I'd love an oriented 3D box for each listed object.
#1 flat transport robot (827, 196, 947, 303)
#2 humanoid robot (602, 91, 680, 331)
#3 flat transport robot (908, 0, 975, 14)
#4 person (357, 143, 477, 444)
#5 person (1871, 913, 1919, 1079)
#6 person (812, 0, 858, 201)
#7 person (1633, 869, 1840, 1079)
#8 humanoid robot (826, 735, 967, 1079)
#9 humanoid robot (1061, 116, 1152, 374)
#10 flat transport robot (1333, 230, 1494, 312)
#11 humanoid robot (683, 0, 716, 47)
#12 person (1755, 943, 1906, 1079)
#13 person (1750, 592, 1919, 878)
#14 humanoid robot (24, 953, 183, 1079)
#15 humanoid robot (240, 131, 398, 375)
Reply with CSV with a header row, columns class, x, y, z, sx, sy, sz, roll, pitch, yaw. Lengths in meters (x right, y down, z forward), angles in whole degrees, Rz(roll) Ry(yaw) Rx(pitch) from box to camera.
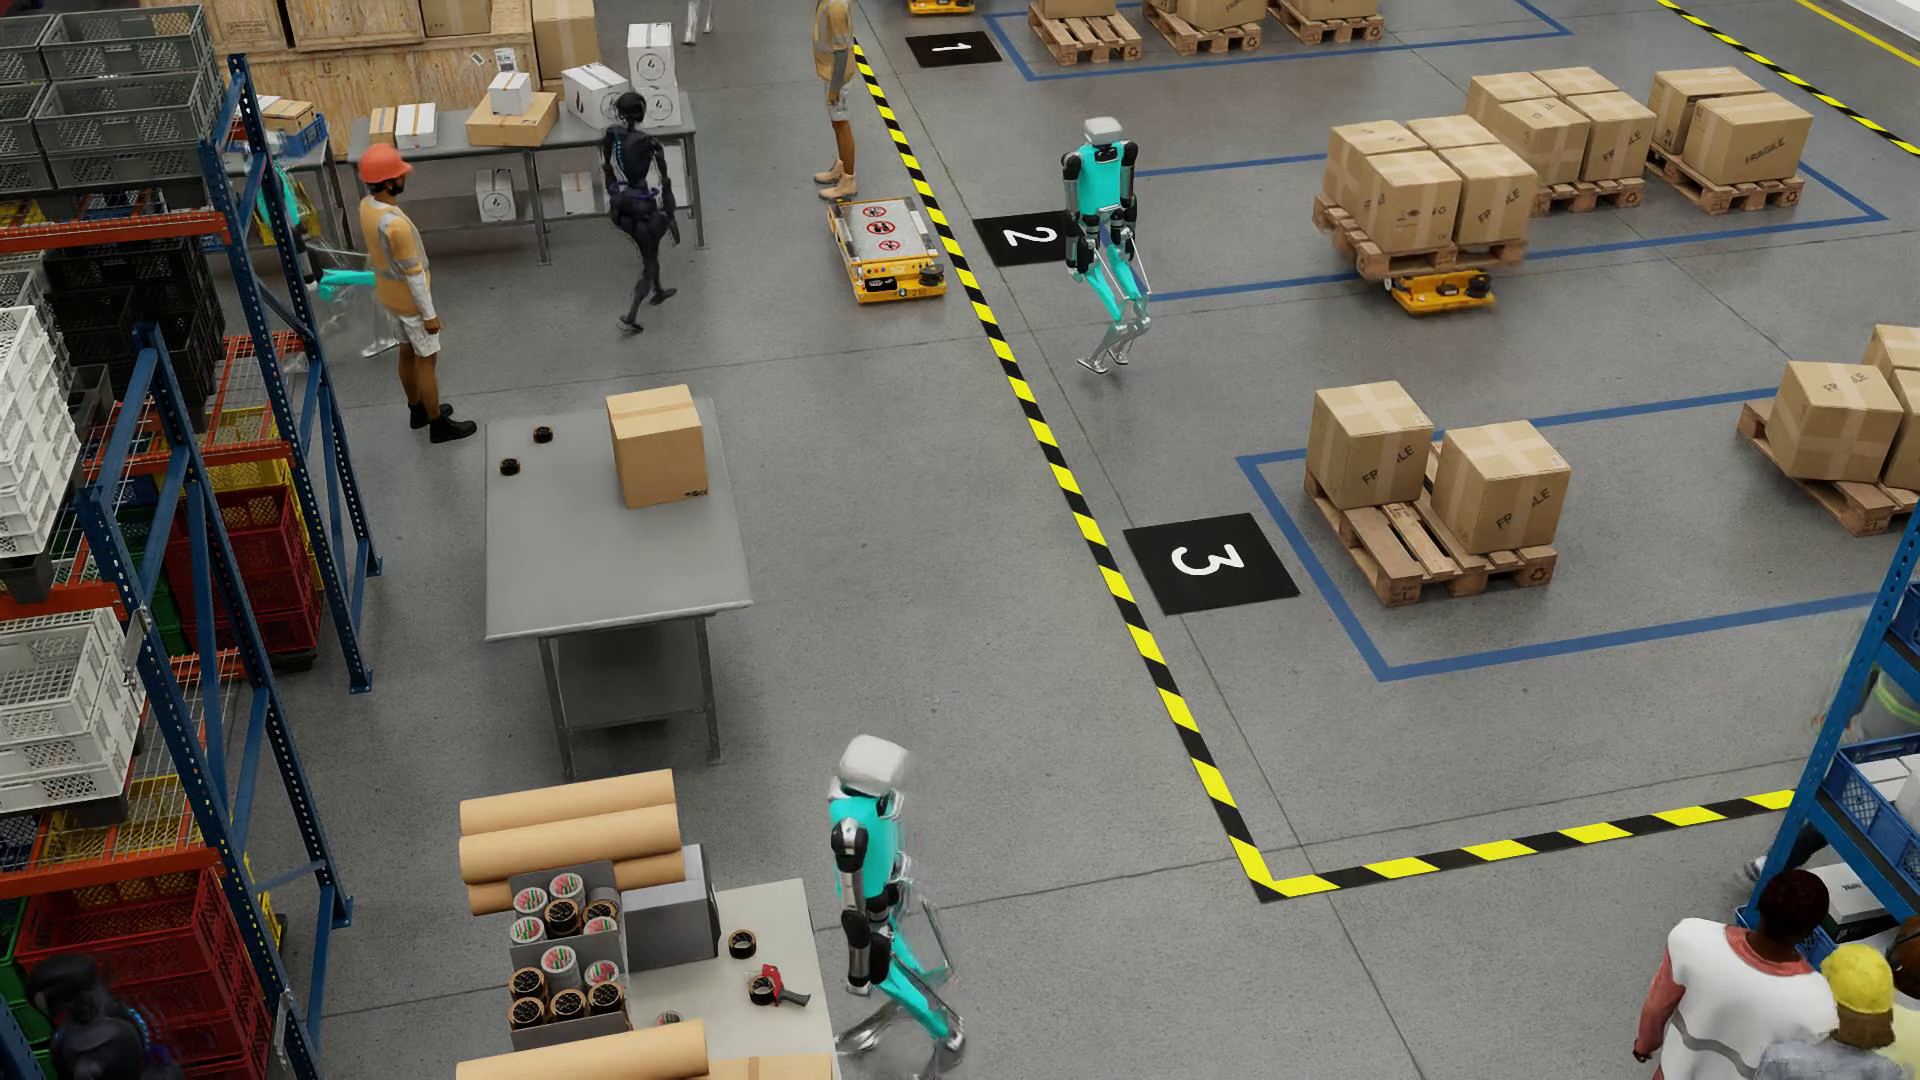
class,x,y,z,sx,sy,sz,roll,pitch,yaw
flat transport robot,-0.570,-2.220,12.538,0.659,0.231,1.431,-8,37,-10
humanoid robot,-2.242,-2.270,11.458,0.615,1.640,0.740,19,41,24
flat transport robot,-0.264,-5.829,17.365,0.652,0.197,1.431,-5,37,-6
person,-3.359,-1.493,10.159,0.348,1.942,0.542,-28,45,-33
person,3.023,1.921,5.655,0.624,1.844,0.429,9,38,12
person,-0.998,-3.669,12.997,0.366,2.048,0.605,-5,37,-7
person,2.599,1.836,5.705,0.588,1.919,0.393,26,44,30
humanoid robot,-0.197,1.496,6.328,0.833,1.798,0.583,4,37,6
humanoid robot,1.000,-1.815,10.650,0.533,1.677,0.735,-18,40,-22
flat transport robot,3.361,-2.143,12.411,0.652,0.197,1.431,-8,37,-10
humanoid robot,-2.524,-5.569,15.801,0.547,1.733,1.009,2,37,3
person,2.820,1.991,5.658,0.486,1.722,0.604,-1,37,-2
person,4.026,0.821,7.149,0.918,1.814,0.597,-5,37,-7
humanoid robot,-2.735,1.985,5.718,0.544,1.643,0.589,-15,39,-20
humanoid robot,-4.124,-1.868,10.866,1.021,1.768,0.536,-21,41,-26
